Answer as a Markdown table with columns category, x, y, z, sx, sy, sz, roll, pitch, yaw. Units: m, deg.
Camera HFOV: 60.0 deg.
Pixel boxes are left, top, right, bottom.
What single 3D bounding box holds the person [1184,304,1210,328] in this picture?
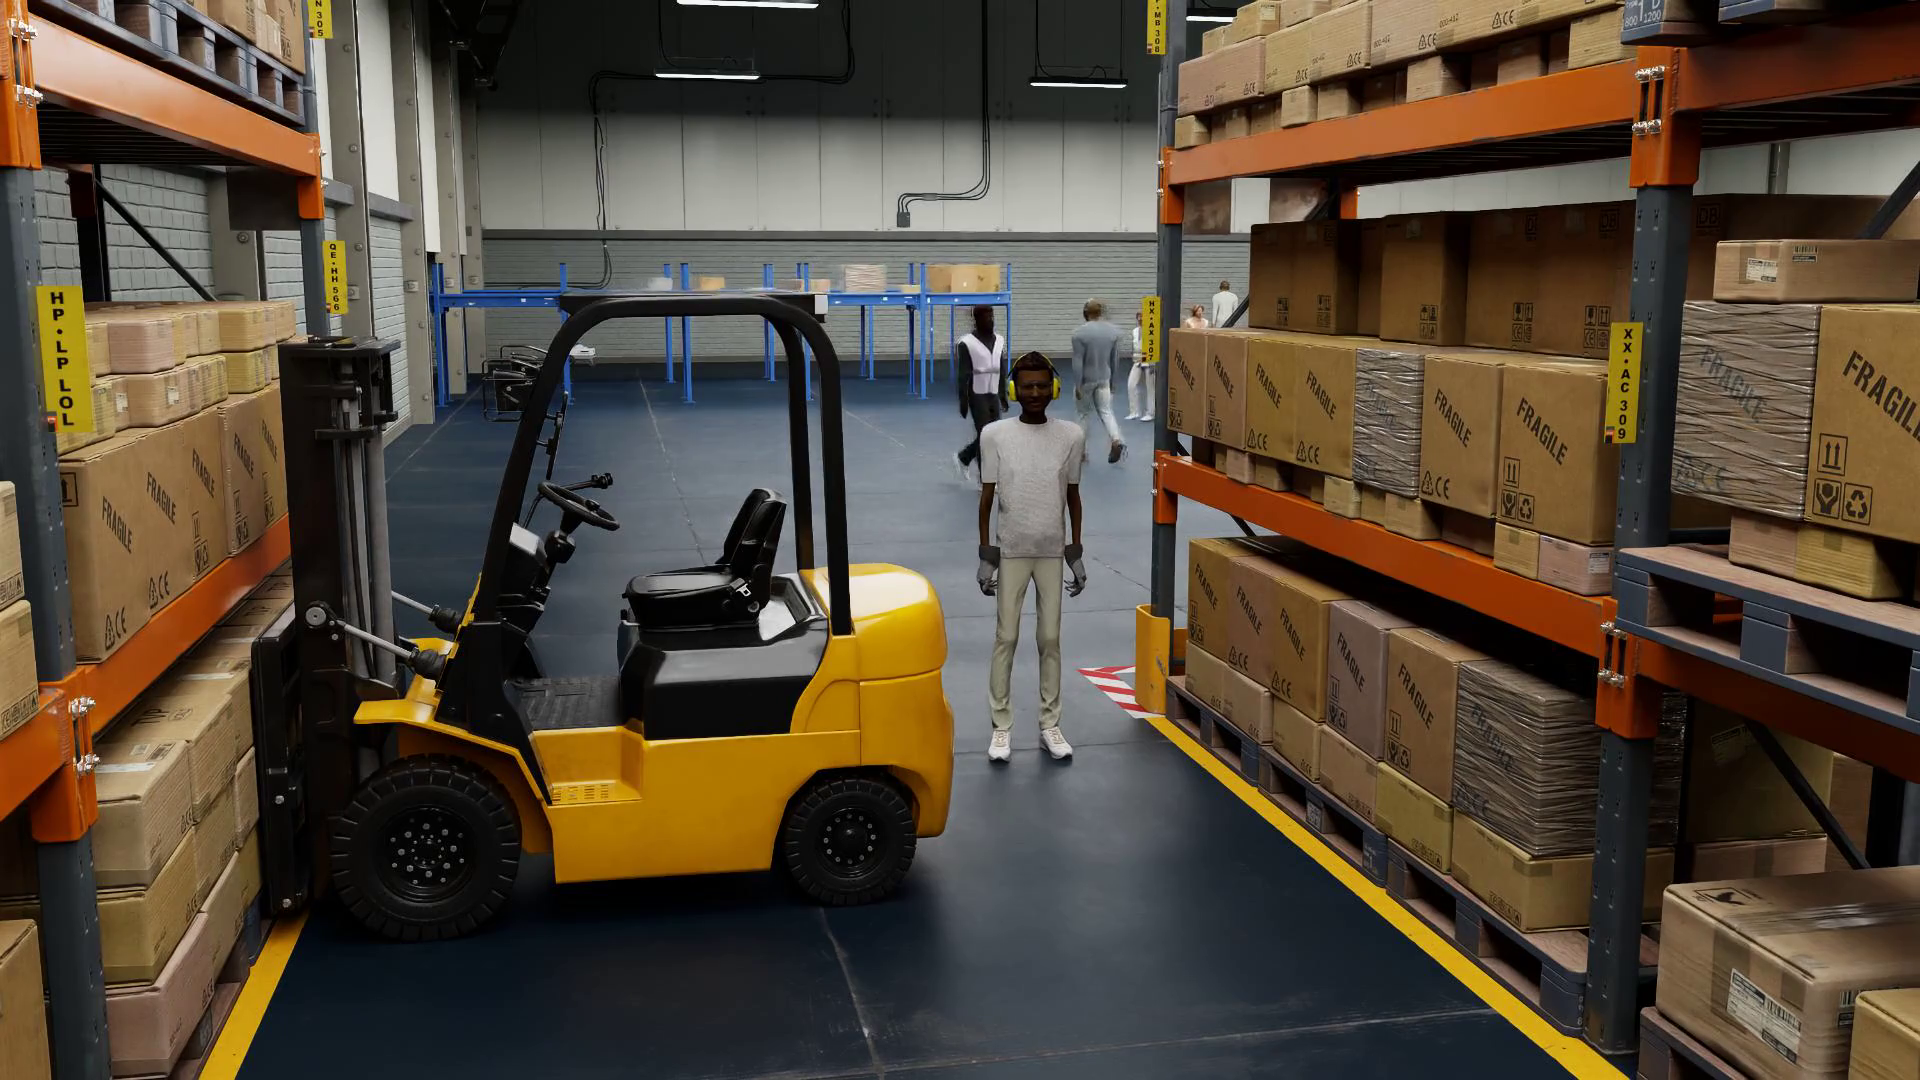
| category | x | y | z | sx | sy | sz | roll | pitch | yaw |
| --- | --- | --- | --- | --- | --- | --- | --- | --- | --- |
| person | 4.196 | -3.368 | 29.434 | 0.528 | 1.597 | 0.862 | -6 | 11 | -30 |

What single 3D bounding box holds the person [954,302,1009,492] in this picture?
| category | x | y | z | sx | sy | sz | roll | pitch | yaw |
| --- | --- | --- | --- | --- | --- | --- | --- | --- | --- |
| person | 0.192 | -1.458 | 16.866 | 0.680 | 1.900 | 0.615 | 9 | 13 | 42 |

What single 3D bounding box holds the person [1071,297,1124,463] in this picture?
| category | x | y | z | sx | sy | sz | roll | pitch | yaw |
| --- | --- | --- | --- | --- | --- | --- | --- | --- | --- |
| person | 1.569 | -1.831 | 19.125 | 0.636 | 1.915 | 0.904 | -4 | 10 | -24 |

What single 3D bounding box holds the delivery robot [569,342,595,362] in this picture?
| category | x | y | z | sx | sy | sz | roll | pitch | yaw |
| --- | --- | --- | --- | --- | --- | --- | --- | --- | --- |
| delivery robot | -8.711 | -4.290 | 38.060 | 0.707 | 0.478 | 0.477 | -2 | 10 | -12 |

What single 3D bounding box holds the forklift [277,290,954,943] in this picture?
| category | x | y | z | sx | sy | sz | roll | pitch | yaw |
| --- | --- | --- | --- | --- | --- | --- | --- | --- | --- |
| forklift | -1.179 | 0.175 | 6.143 | 2.313 | 2.155 | 1.214 | -2 | 10 | -12 |

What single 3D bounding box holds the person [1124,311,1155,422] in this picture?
| category | x | y | z | sx | sy | sz | roll | pitch | yaw |
| --- | --- | --- | --- | --- | --- | --- | --- | --- | --- |
| person | 2.633 | -2.528 | 24.211 | 0.606 | 1.615 | 0.539 | -8 | 13 | -42 |

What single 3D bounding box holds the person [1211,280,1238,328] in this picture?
| category | x | y | z | sx | sy | sz | roll | pitch | yaw |
| --- | --- | --- | --- | --- | --- | --- | --- | --- | --- |
| person | 6.203 | -5.121 | 39.069 | 0.635 | 1.938 | 0.361 | -2 | 10 | -12 |

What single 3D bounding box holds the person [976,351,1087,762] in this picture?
| category | x | y | z | sx | sy | sz | roll | pitch | yaw |
| --- | --- | --- | --- | --- | --- | --- | --- | --- | --- |
| person | 0.330 | 0.075 | 7.613 | 0.513 | 1.872 | 0.328 | -2 | 9 | -10 |
